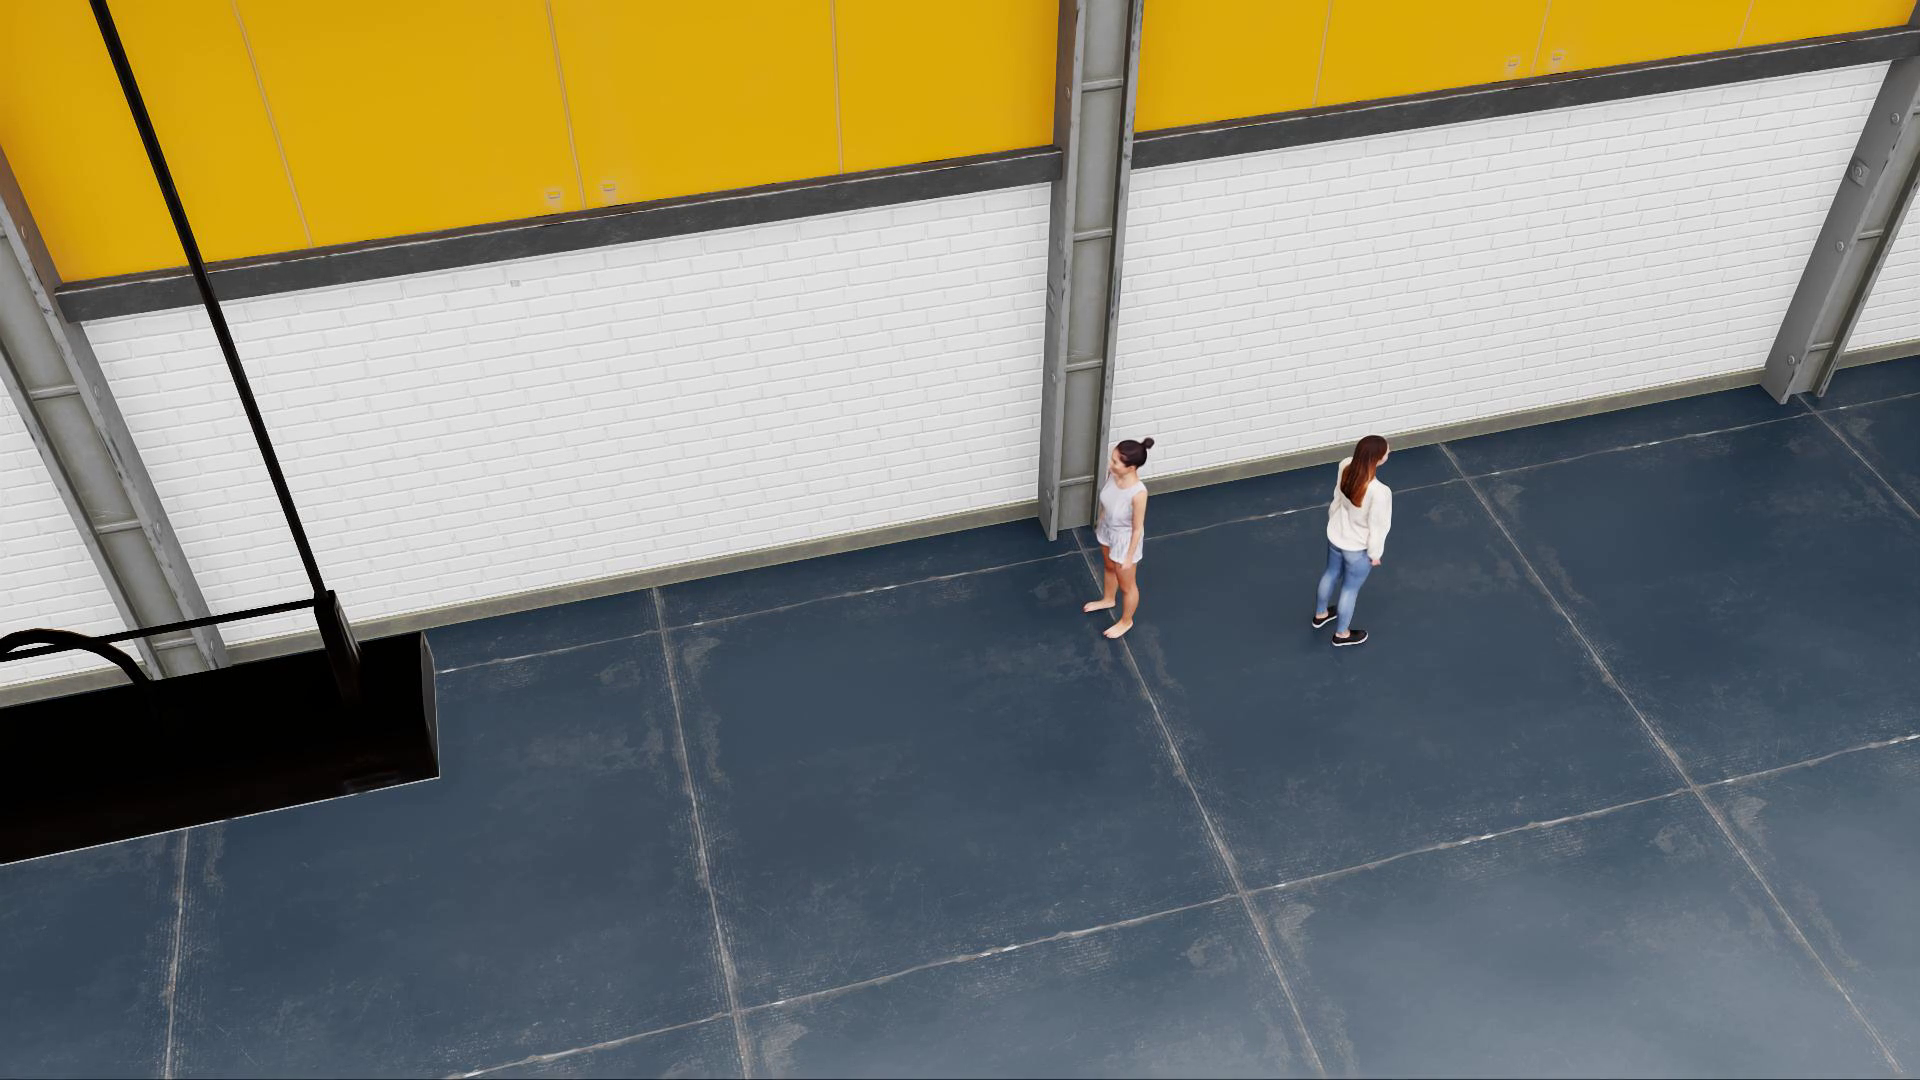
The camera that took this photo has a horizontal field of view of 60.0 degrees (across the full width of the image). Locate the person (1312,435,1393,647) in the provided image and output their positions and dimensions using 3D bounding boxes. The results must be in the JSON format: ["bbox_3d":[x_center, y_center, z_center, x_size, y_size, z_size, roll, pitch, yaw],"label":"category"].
[{"bbox_3d":[2.530,-0.004,10.697,0.611,1.692,0.657,-19,47,-19],"label":"person"}]

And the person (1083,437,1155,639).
[{"bbox_3d":[1.053,-0.049,10.787,0.558,1.632,0.599,-18,46,-18],"label":"person"}]
